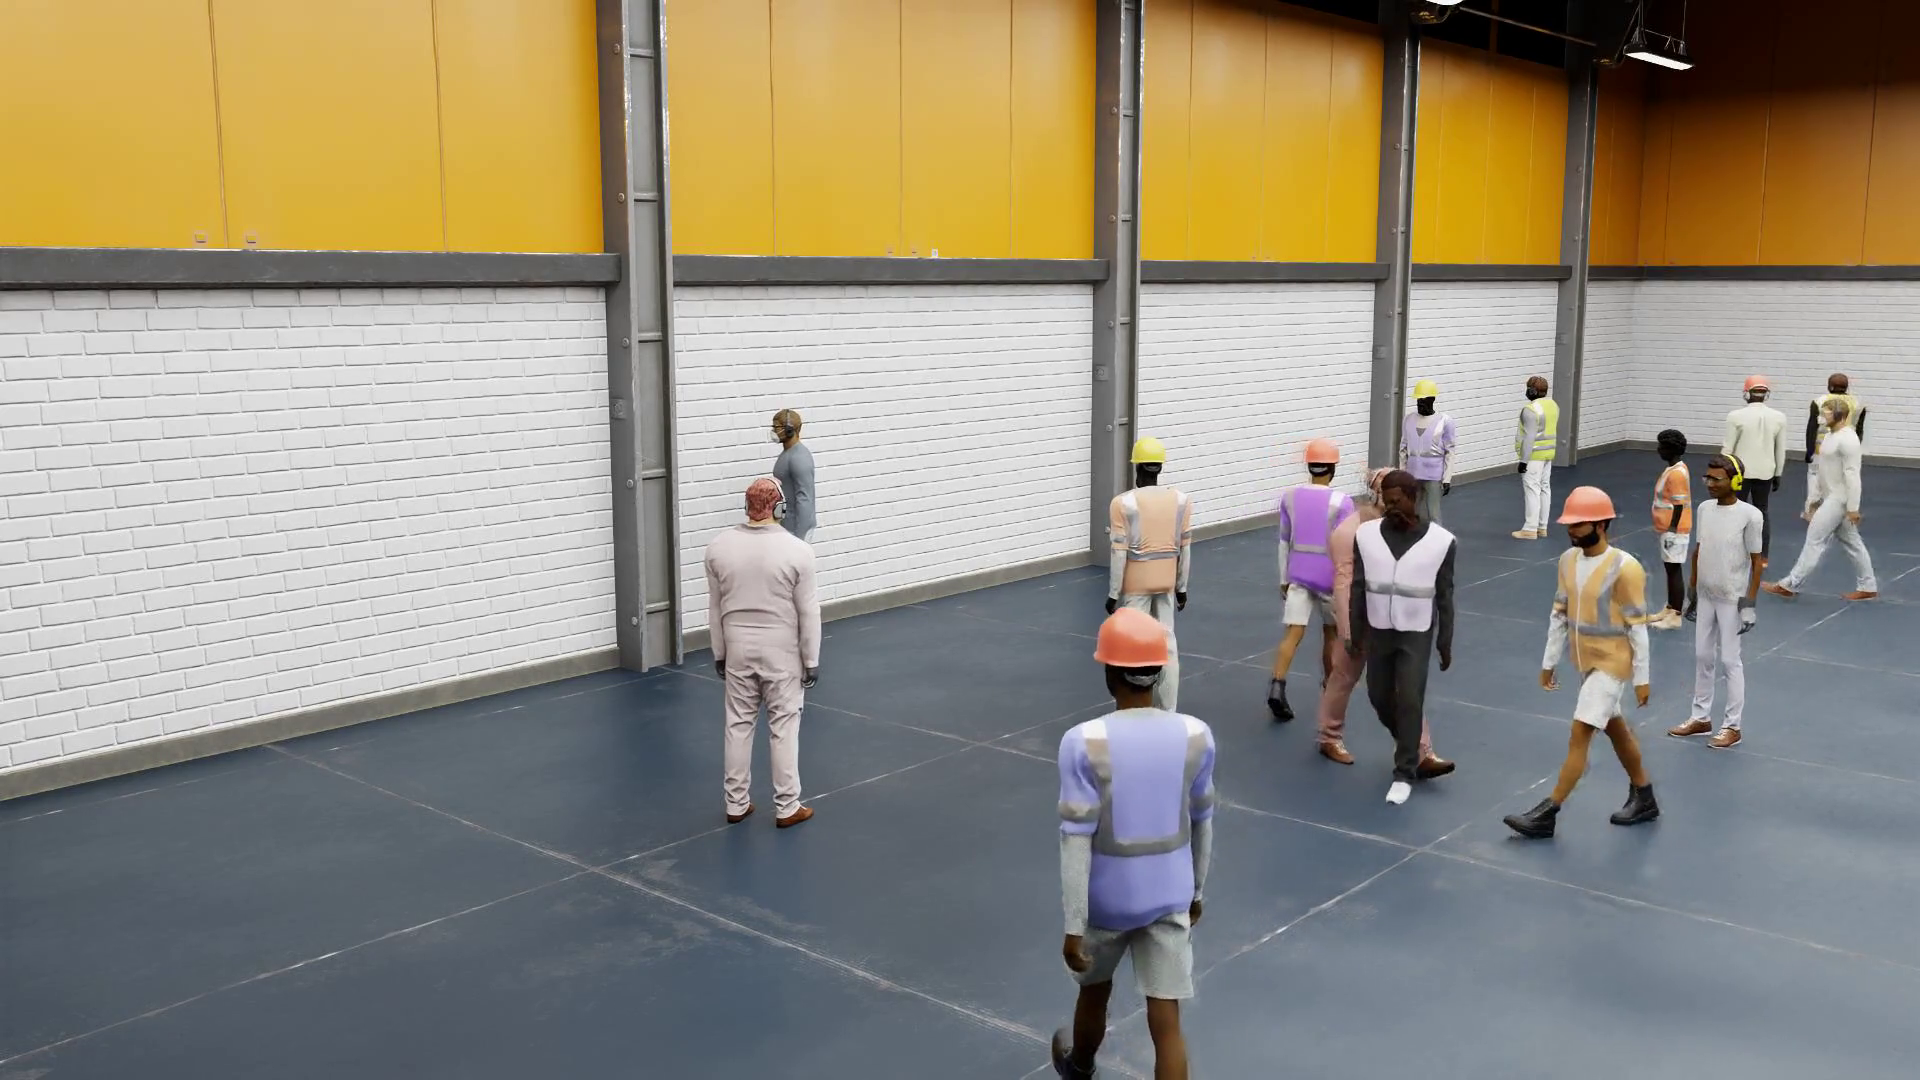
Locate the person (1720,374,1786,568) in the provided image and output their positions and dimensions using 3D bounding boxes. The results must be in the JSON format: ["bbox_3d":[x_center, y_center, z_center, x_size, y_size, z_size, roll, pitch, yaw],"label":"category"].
[{"bbox_3d":[8.009,-0.684,16.868,0.633,1.977,0.429,0,9,-2],"label":"person"}]

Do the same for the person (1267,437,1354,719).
[{"bbox_3d":[2.366,0.255,11.247,0.552,1.899,0.973,7,11,36],"label":"person"}]

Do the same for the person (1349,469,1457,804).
[{"bbox_3d":[2.569,0.512,9.626,0.598,1.894,0.779,5,10,29],"label":"person"}]

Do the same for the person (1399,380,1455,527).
[{"bbox_3d":[4.709,-0.664,16.883,0.380,1.924,0.593,-9,13,-44],"label":"person"}]

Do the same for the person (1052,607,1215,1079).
[{"bbox_3d":[0.563,1.154,5.579,0.567,1.884,1.004,-2,9,-13],"label":"person"}]

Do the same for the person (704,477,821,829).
[{"bbox_3d":[-1.042,0.607,8.998,0.640,1.902,0.402,3,9,16],"label":"person"}]

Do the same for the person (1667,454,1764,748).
[{"bbox_3d":[4.808,0.380,10.523,0.309,1.864,0.535,-4,10,-23],"label":"person"}]

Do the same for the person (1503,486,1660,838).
[{"bbox_3d":[3.381,0.644,8.843,1.014,1.875,0.555,-3,9,-16],"label":"person"}]

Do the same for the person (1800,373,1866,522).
[{"bbox_3d":[10.379,-1.084,19.858,0.661,1.815,0.803,1,9,9],"label":"person"}]

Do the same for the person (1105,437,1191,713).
[{"bbox_3d":[1.224,0.287,10.913,0.594,1.925,0.377,-4,10,-23],"label":"person"}]

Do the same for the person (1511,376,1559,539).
[{"bbox_3d":[6.496,-0.930,18.820,0.623,1.845,0.430,-8,12,-43],"label":"person"}]

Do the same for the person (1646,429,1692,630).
[{"bbox_3d":[5.985,-0.087,13.998,0.322,1.690,0.537,3,10,20],"label":"person"}]

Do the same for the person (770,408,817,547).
[{"bbox_3d":[-1.312,-0.073,13.139,0.352,1.937,0.635,-2,9,-15],"label":"person"}]

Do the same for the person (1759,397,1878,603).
[{"bbox_3d":[7.894,-0.355,15.108,1.049,1.875,0.631,3,9,16],"label":"person"}]

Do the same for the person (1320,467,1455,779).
[{"bbox_3d":[2.509,0.492,9.868,0.670,1.846,1.002,-4,10,-24],"label":"person"}]
